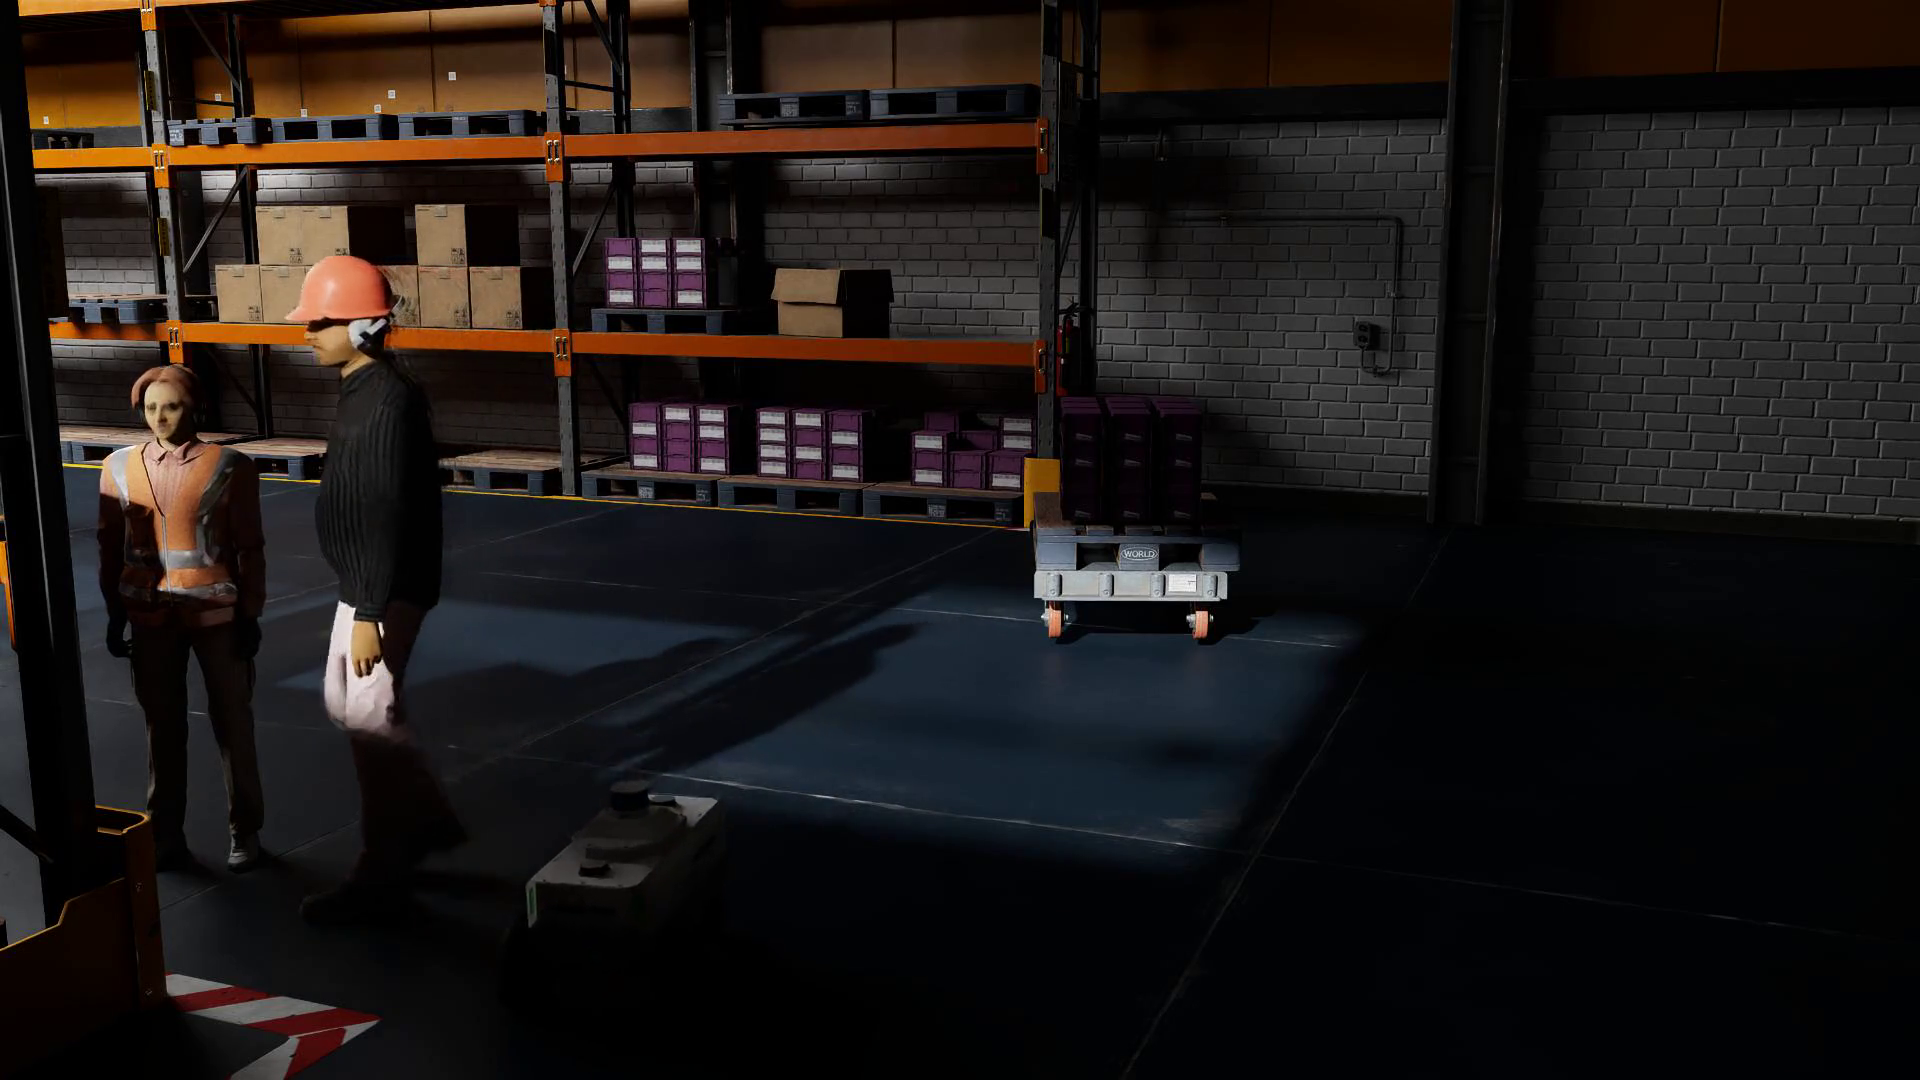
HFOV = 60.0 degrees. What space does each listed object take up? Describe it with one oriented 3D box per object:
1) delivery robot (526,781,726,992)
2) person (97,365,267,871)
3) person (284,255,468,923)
[{"bbox_3d":[-0.892,0.900,4.526,0.477,0.478,0.707,2,10,9],"label":"delivery robot"},{"bbox_3d":[-2.485,0.257,5.349,0.513,1.640,0.307,-1,10,-4],"label":"person"},{"bbox_3d":[-1.788,0.147,4.995,0.468,1.983,0.663,-4,11,-23],"label":"person"}]
